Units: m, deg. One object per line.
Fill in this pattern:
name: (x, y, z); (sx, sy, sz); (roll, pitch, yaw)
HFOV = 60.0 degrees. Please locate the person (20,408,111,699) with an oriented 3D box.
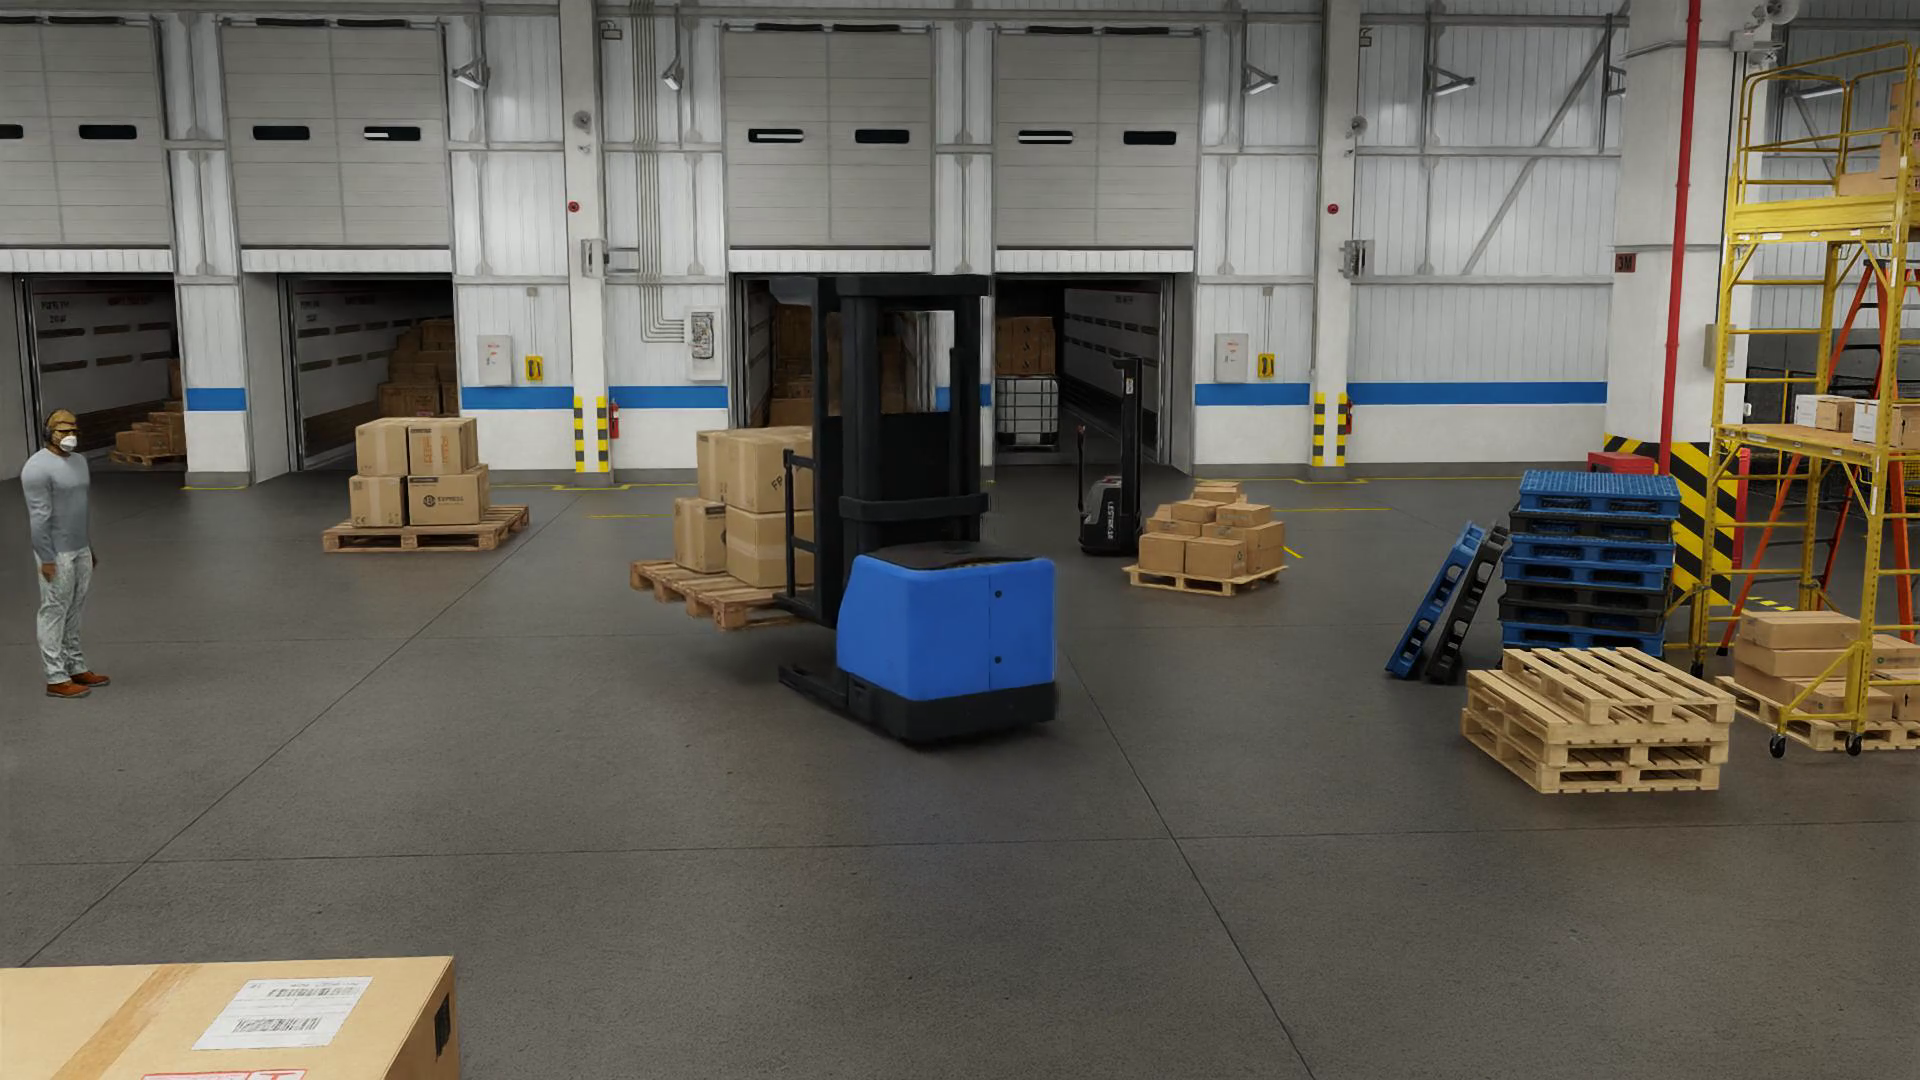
person: (-6.016, 0.082, 11.189); (0.379, 1.937, 0.629); (0, 9, 0)

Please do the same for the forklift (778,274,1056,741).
forklift: (-0.289, -0.301, 10.639); (1.129, 2.768, 1.873); (-5, 10, -30)

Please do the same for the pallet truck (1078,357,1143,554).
pallet truck: (2.088, -0.836, 16.757); (1.885, 1.965, 0.823); (2, 9, 13)
